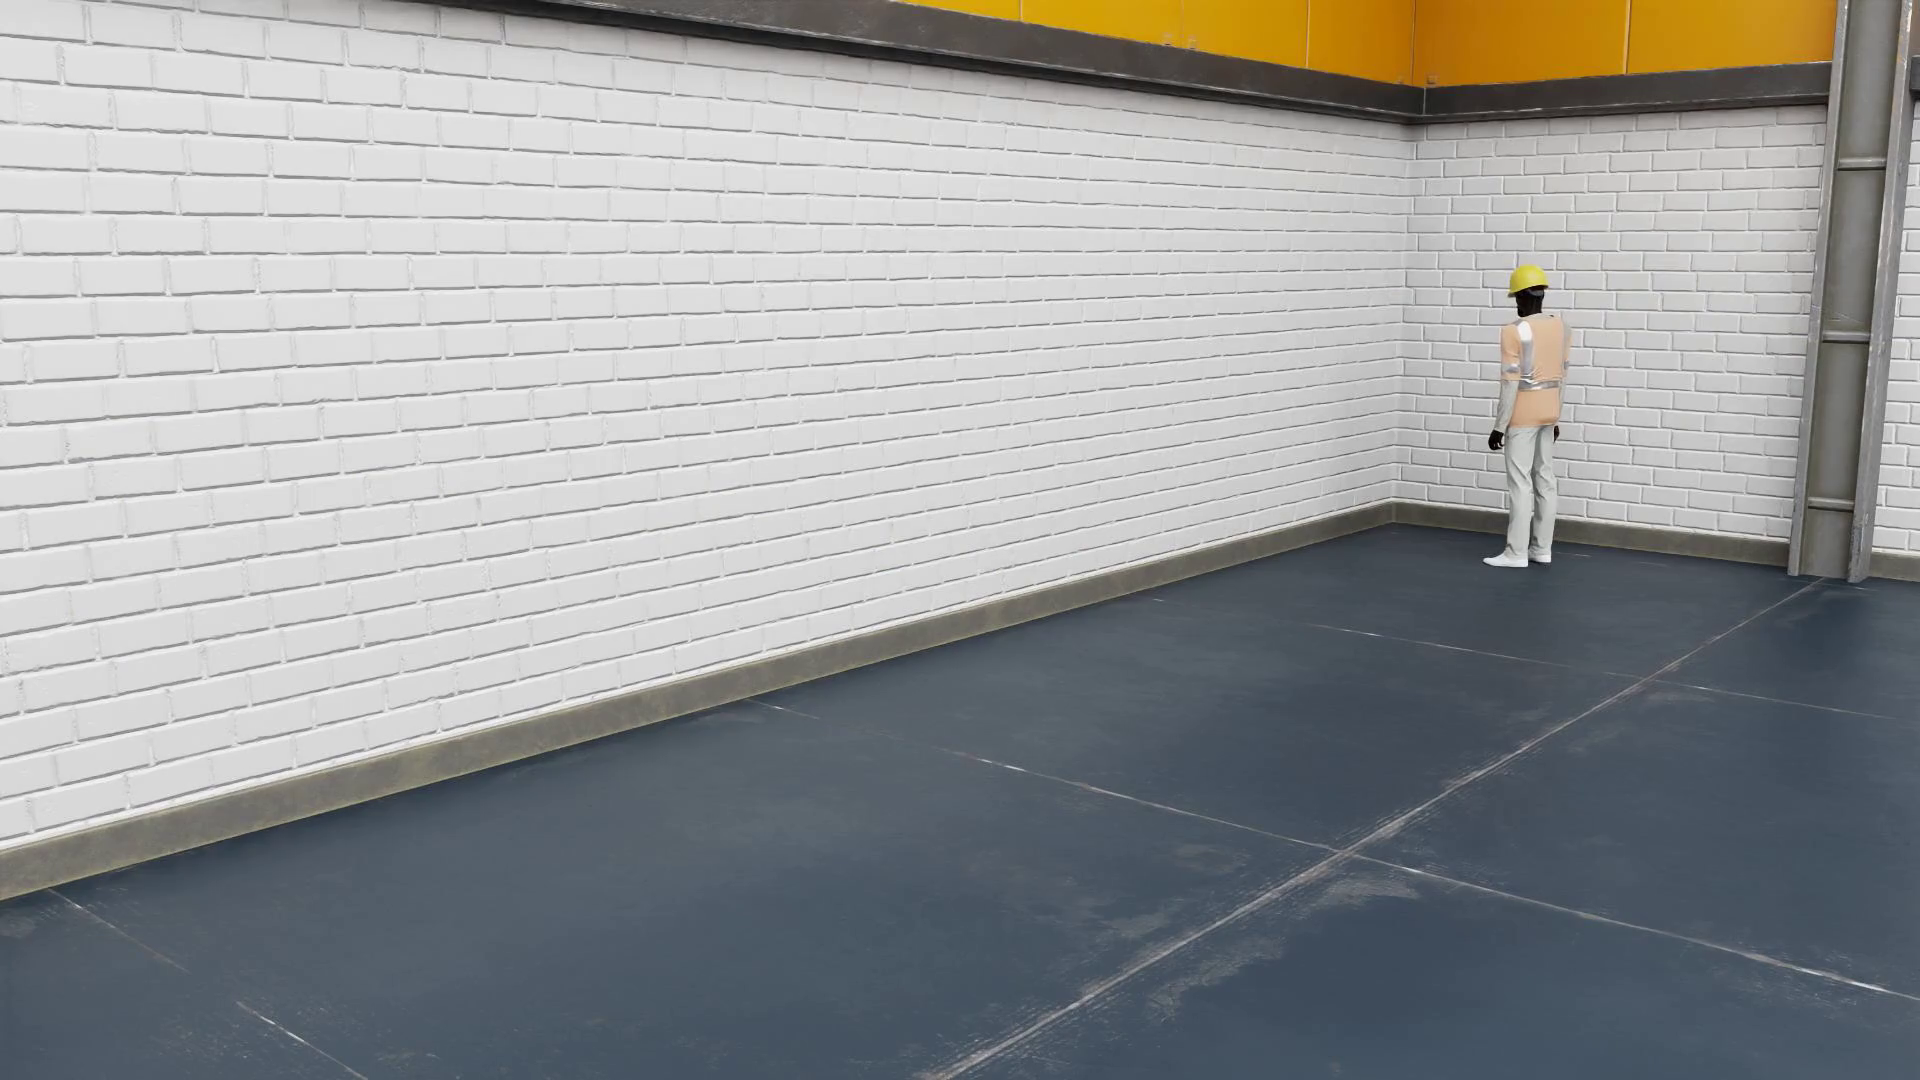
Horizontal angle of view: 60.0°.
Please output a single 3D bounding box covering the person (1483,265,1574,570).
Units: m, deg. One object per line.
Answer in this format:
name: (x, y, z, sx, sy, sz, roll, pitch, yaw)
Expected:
person: (3.579, -0.770, 10.516, 0.585, 1.917, 0.381, -6, 12, -31)
